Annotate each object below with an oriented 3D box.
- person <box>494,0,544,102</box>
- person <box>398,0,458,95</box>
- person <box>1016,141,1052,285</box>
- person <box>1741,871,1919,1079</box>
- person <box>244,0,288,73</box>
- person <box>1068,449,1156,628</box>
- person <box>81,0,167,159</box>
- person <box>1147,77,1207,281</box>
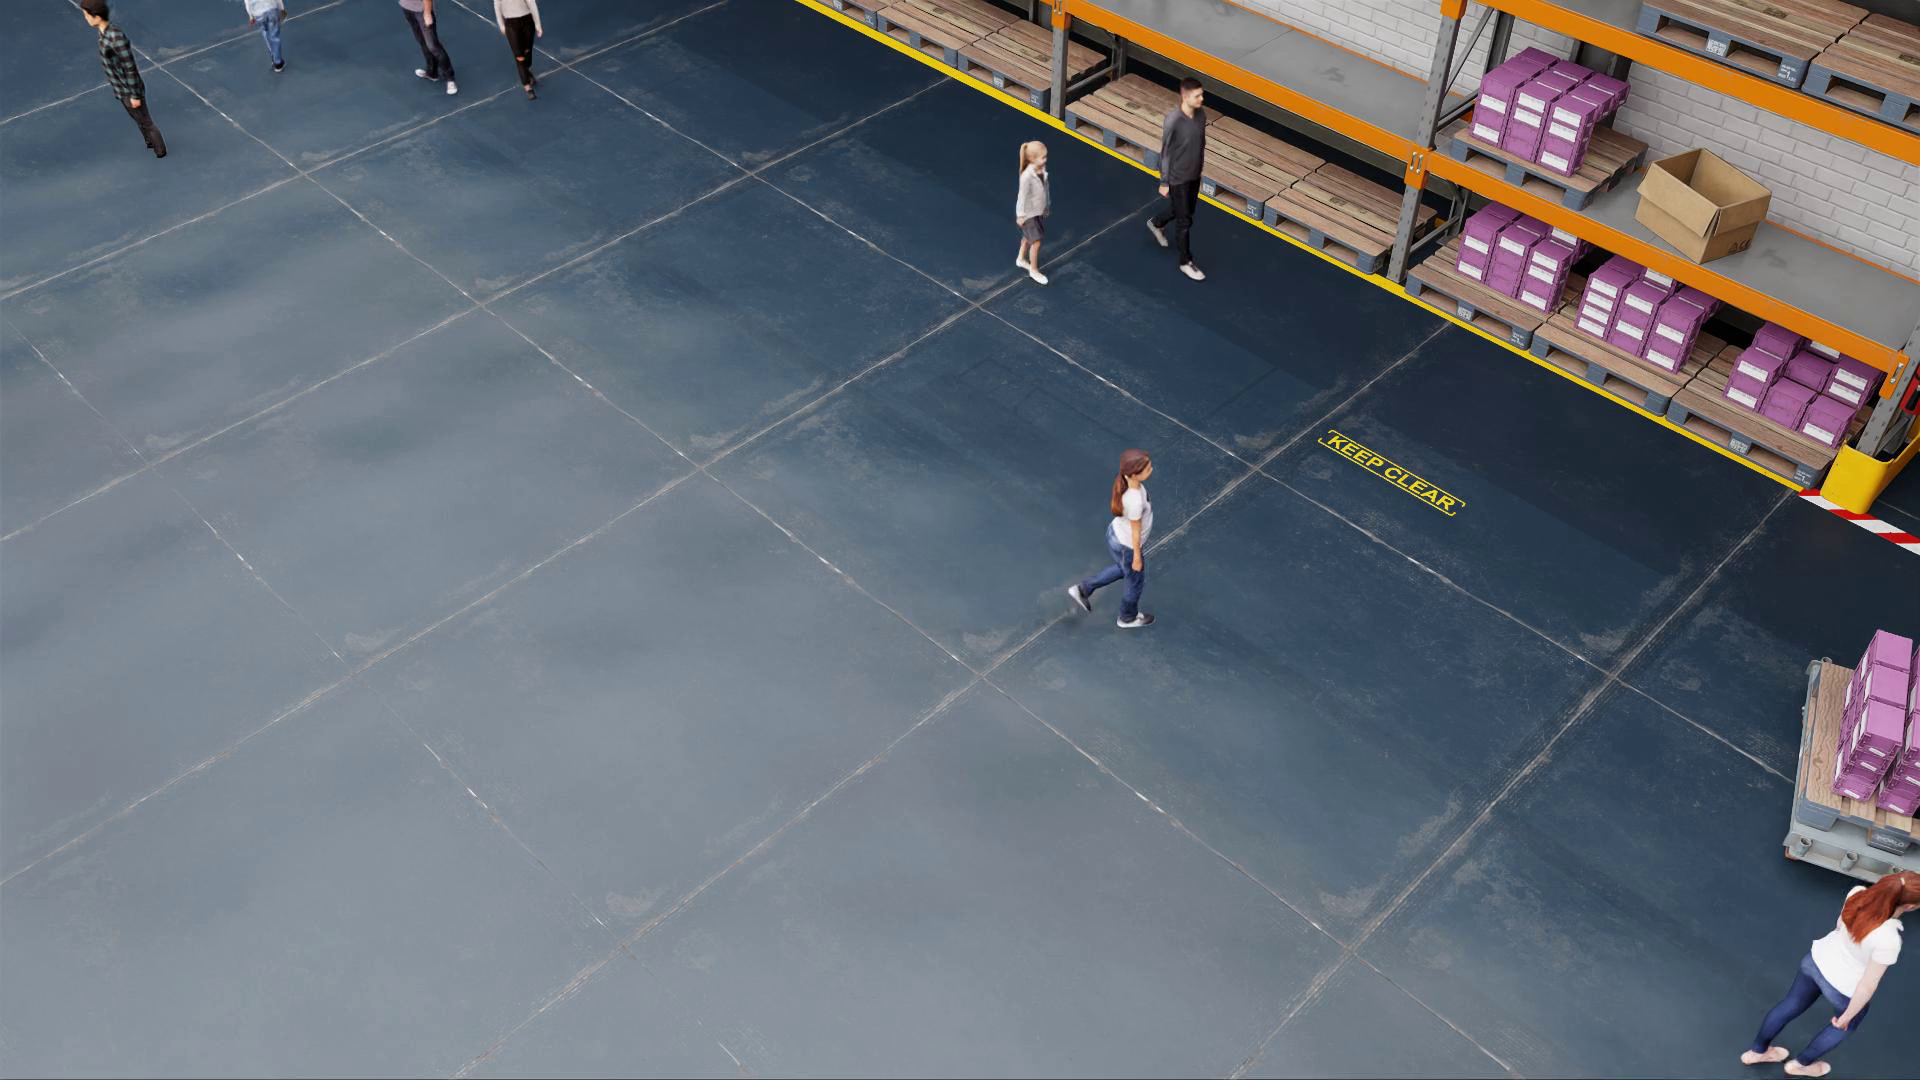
[{"bbox_3d":[-4.371,-5.132,16.459,0.795,1.441,1.046,-16,46,-16],"label":"person"},{"bbox_3d":[-5.356,-5.322,16.390,0.897,1.812,0.471,-26,49,-25],"label":"person"},{"bbox_3d":[0.562,-2.835,14.179,0.677,1.262,0.564,26,50,25],"label":"person"},{"bbox_3d":[4.385,2.252,8.509,0.814,1.716,0.749,-10,44,-10],"label":"person"},{"bbox_3d":[-7.054,-5.338,16.820,0.675,1.242,0.752,-4,44,-5],"label":"person"},{"bbox_3d":[1.052,0.013,10.984,0.881,1.545,0.844,-3,44,-3],"label":"person"},{"bbox_3d":[-7.786,-4.258,15.526,0.738,1.710,0.513,-29,51,-27],"label":"person"},{"bbox_3d":[1.854,-3.126,14.136,0.631,1.740,1.011,-33,53,-30],"label":"person"}]
